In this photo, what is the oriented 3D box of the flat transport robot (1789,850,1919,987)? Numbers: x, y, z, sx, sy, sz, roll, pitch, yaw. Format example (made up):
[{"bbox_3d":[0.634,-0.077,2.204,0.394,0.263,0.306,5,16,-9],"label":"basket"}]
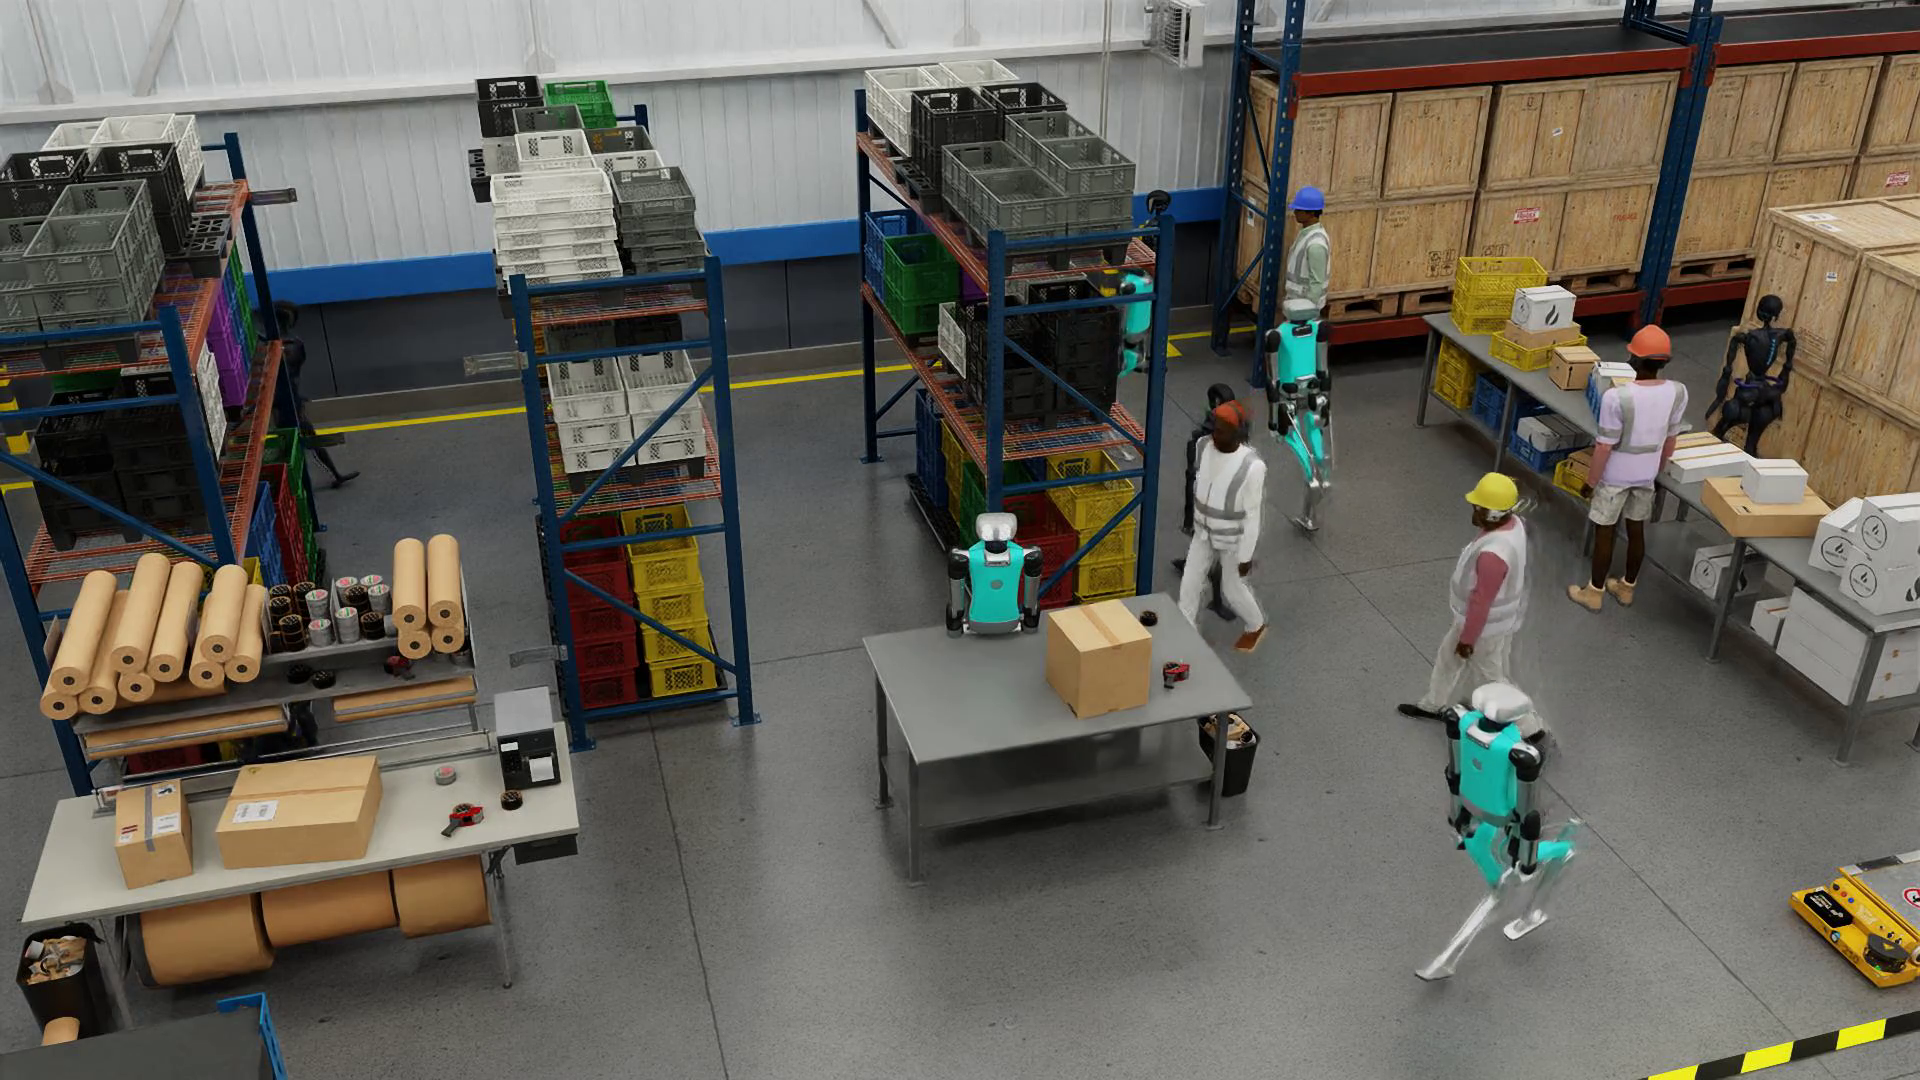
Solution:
[{"bbox_3d":[5.163,1.916,8.676,1.431,0.231,0.659,-8,30,-14],"label":"flat transport robot"}]

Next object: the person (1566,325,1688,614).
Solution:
[{"bbox_3d":[4.463,-0.465,11.168,0.608,2.042,0.394,-6,29,-11],"label":"person"}]

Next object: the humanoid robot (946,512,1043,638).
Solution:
[{"bbox_3d":[0.167,0.499,9.589,0.533,1.677,0.735,-2,29,-4],"label":"humanoid robot"}]

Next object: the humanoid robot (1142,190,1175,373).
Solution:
[{"bbox_3d":[1.756,-2.322,14.908,0.315,1.657,0.599,5,29,8],"label":"humanoid robot"}]

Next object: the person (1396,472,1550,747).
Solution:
[{"bbox_3d":[3.146,0.437,9.788,0.877,1.800,0.601,12,31,20],"label":"person"}]

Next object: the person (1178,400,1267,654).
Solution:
[{"bbox_3d":[1.669,-0.038,10.591,0.872,1.850,0.591,-21,35,-33],"label":"person"}]

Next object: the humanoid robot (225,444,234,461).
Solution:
[{"bbox_3d":[-5.795,-1.032,12.546,0.978,1.768,0.590,-22,36,-35],"label":"humanoid robot"}]

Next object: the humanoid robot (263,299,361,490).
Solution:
[{"bbox_3d":[-5.048,-1.042,12.636,0.710,1.634,0.610,-13,31,-22],"label":"humanoid robot"}]

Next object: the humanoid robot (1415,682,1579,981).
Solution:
[{"bbox_3d":[2.717,1.394,8.140,1.060,1.740,0.554,-17,33,-28],"label":"humanoid robot"}]

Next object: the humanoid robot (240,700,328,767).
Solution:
[{"bbox_3d":[-3.571,1.172,8.623,0.739,1.645,0.615,5,29,9],"label":"humanoid robot"}]

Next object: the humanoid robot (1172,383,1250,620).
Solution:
[{"bbox_3d":[1.726,-0.318,11.342,0.583,1.642,0.779,-18,34,-30],"label":"humanoid robot"}]

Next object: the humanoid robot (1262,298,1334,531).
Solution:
[{"bbox_3d":[2.553,-0.809,12.130,0.557,1.790,0.804,-11,31,-19],"label":"humanoid robot"}]

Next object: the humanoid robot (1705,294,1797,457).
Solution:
[{"bbox_3d":[6.021,-1.088,12.680,0.583,1.638,0.502,-3,29,-6],"label":"humanoid robot"}]

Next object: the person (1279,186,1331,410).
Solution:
[{"bbox_3d":[2.921,-2.053,14.154,0.403,1.946,0.608,1,29,2],"label":"person"}]

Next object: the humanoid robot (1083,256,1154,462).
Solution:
[{"bbox_3d":[1.126,-1.514,13.436,0.890,1.813,0.553,19,34,31],"label":"humanoid robot"}]
